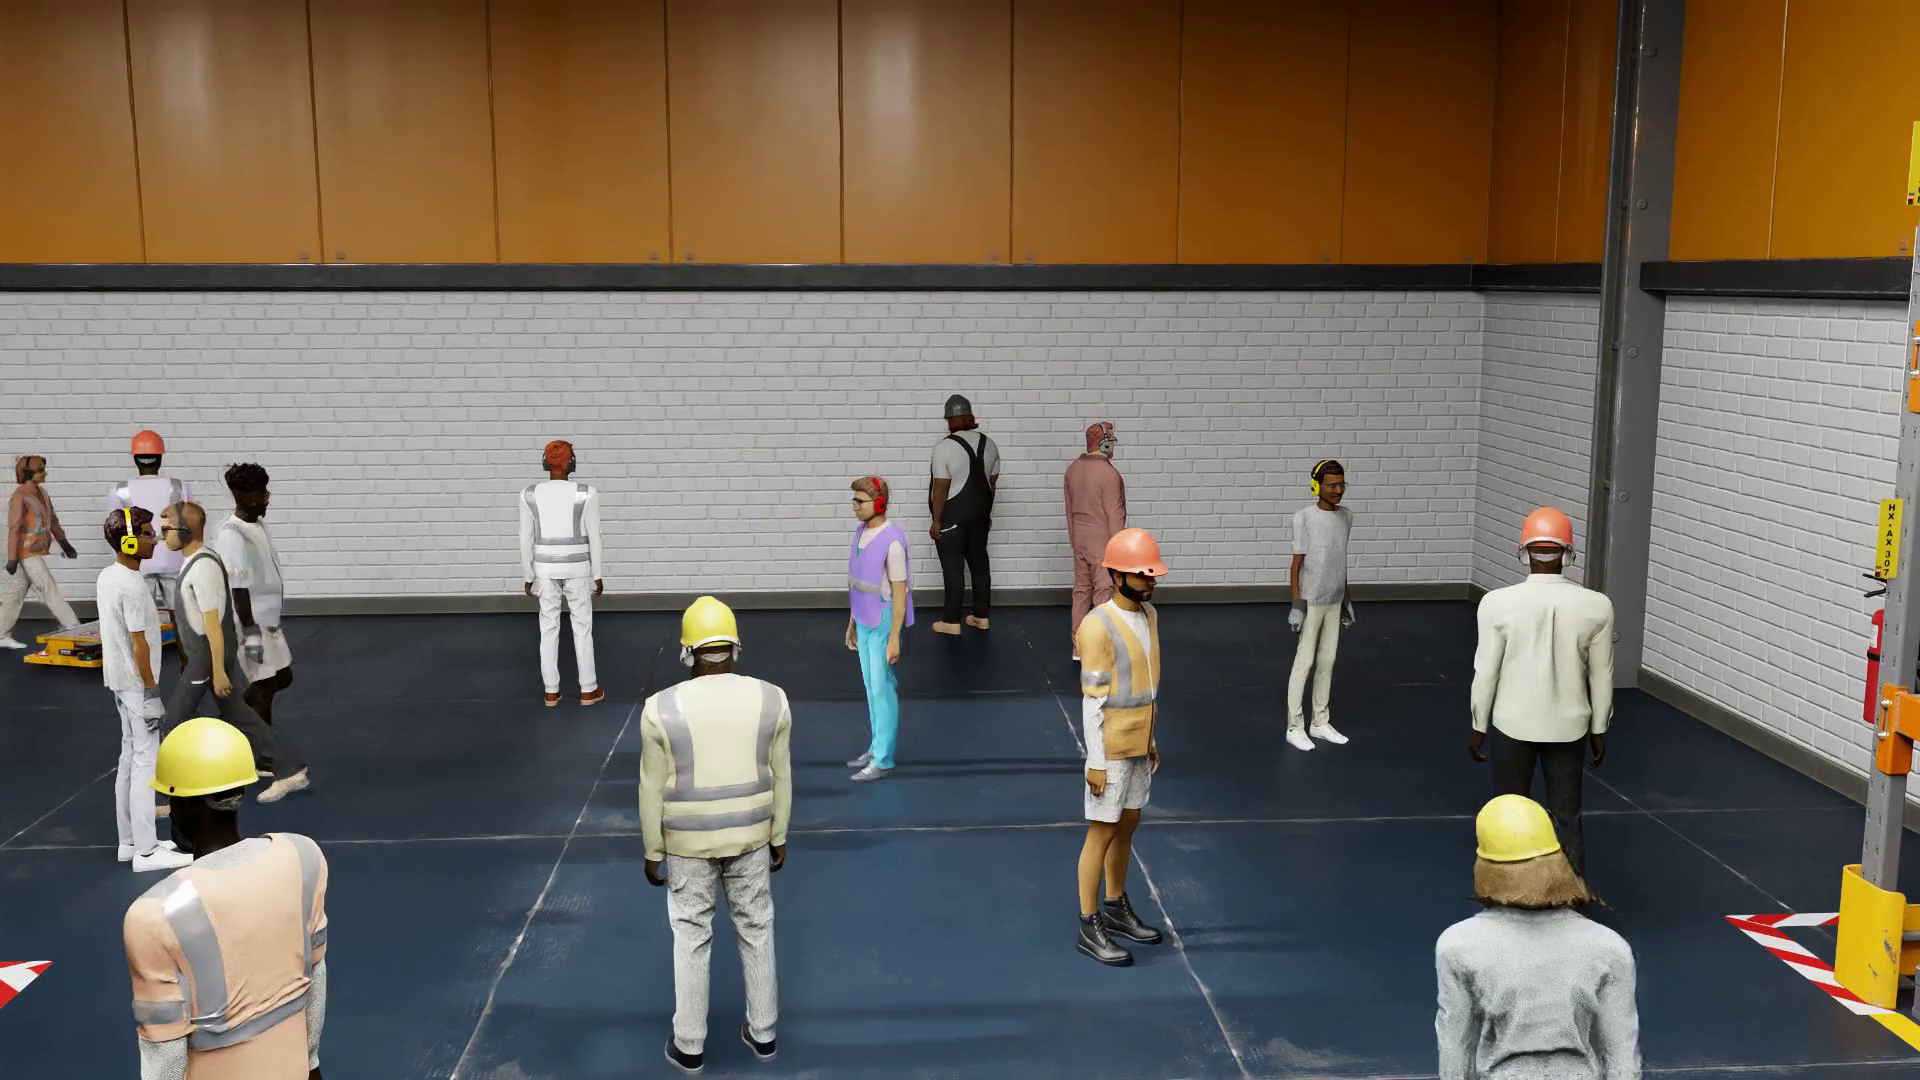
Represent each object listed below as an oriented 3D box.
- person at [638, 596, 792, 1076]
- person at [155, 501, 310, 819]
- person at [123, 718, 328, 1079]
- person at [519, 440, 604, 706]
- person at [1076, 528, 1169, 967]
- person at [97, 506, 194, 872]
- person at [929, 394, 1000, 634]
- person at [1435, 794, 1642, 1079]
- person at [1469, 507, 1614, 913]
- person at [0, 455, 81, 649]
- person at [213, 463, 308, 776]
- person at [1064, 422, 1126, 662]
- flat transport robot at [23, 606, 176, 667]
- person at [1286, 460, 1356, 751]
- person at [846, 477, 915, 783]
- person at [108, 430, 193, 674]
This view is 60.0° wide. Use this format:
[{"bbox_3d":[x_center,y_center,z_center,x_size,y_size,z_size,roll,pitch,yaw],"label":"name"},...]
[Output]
[{"bbox_3d":[-0.932,1.123,6.364,0.590,1.823,0.405,-4,10,-23],"label":"person"},{"bbox_3d":[-4.207,0.659,9.383,0.970,1.796,0.516,-3,10,-19],"label":"person"},{"bbox_3d":[-1.874,1.399,4.284,0.364,1.928,0.586,4,10,22],"label":"person"},{"bbox_3d":[-2.795,0.239,11.719,0.576,1.880,0.362,0,9,0],"label":"person"},{"bbox_3d":[0.742,0.901,7.385,0.376,1.935,0.550,6,11,34],"label":"person"},{"bbox_3d":[-4.193,0.757,8.511,0.316,1.865,0.532,-8,12,-41],"label":"person"},{"bbox_3d":[-0.021,-0.229,14.157,0.686,2.000,0.535,-8,12,-40],"label":"person"},{"bbox_3d":[1.467,1.511,4.295,0.492,1.691,0.654,1,9,7],"label":"person"},{"bbox_3d":[2.636,0.842,7.580,0.621,1.989,0.398,1,9,7],"label":"person"},{"bbox_3d":[-7.438,0.110,13.438,0.912,1.587,0.511,-2,9,-13],"label":"person"},{"bbox_3d":[-4.291,0.489,9.983,0.543,1.937,0.610,-1,9,-5],"label":"person"},{"bbox_3d":[1.084,0.040,12.886,0.407,1.910,0.638,-6,11,-32],"label":"person"},{"bbox_3d":[-6.729,0.770,13.420,0.652,0.197,1.431,2,9,15],"label":"flat transport robot"},{"bbox_3d":[2.330,0.408,10.694,0.535,1.868,0.309,-6,11,-32],"label":"person"},{"bbox_3d":[-0.539,0.541,10.025,0.507,1.840,0.576,-5,10,-27],"label":"person"},{"bbox_3d":[-5.773,0.176,11.943,0.553,1.934,0.374,-5,10,-27],"label":"person"}]
